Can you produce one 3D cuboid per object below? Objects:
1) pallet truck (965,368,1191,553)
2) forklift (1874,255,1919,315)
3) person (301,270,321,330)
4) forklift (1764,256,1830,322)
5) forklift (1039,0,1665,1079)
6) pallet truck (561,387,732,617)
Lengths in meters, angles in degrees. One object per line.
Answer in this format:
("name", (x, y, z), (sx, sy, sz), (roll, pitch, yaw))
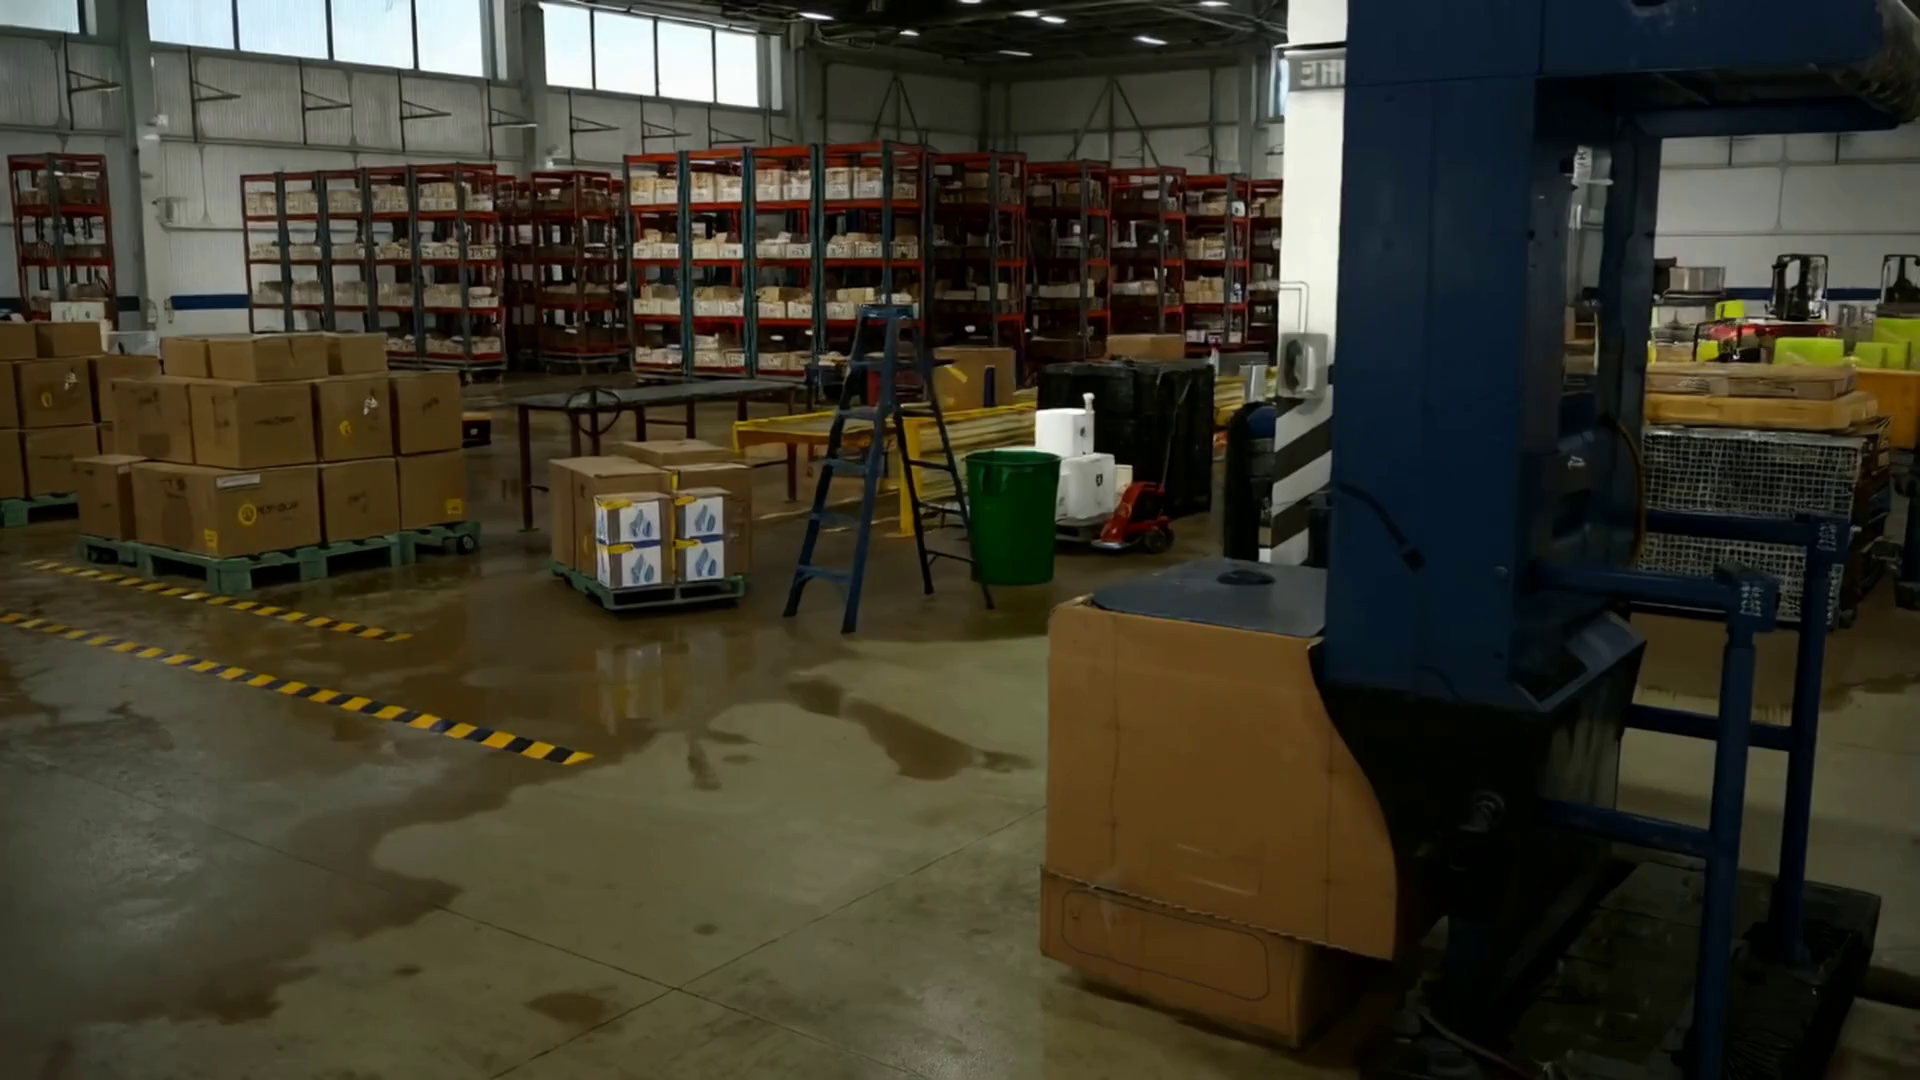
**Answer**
("pallet truck", (0.845, -0.609, 11.869), (1.630, 1.274, 0.653), (7, 12, 35))
("forklift", (22.089, -5.634, 38.796), (1.157, 1.987, 2.680), (6, 11, 33))
("person", (-13.240, -4.598, 34.002), (0.375, 1.843, 0.575), (-1, 10, -8))
("forklift", (20.253, -5.854, 40.139), (1.157, 1.987, 2.680), (7, 12, 35))
("forklift", (1.249, -0.137, 4.360), (1.873, 2.768, 1.129), (7, 12, 35))
("pallet truck", (-1.981, -0.274, 10.088), (0.680, 1.201, 1.601), (-5, 11, -28))
